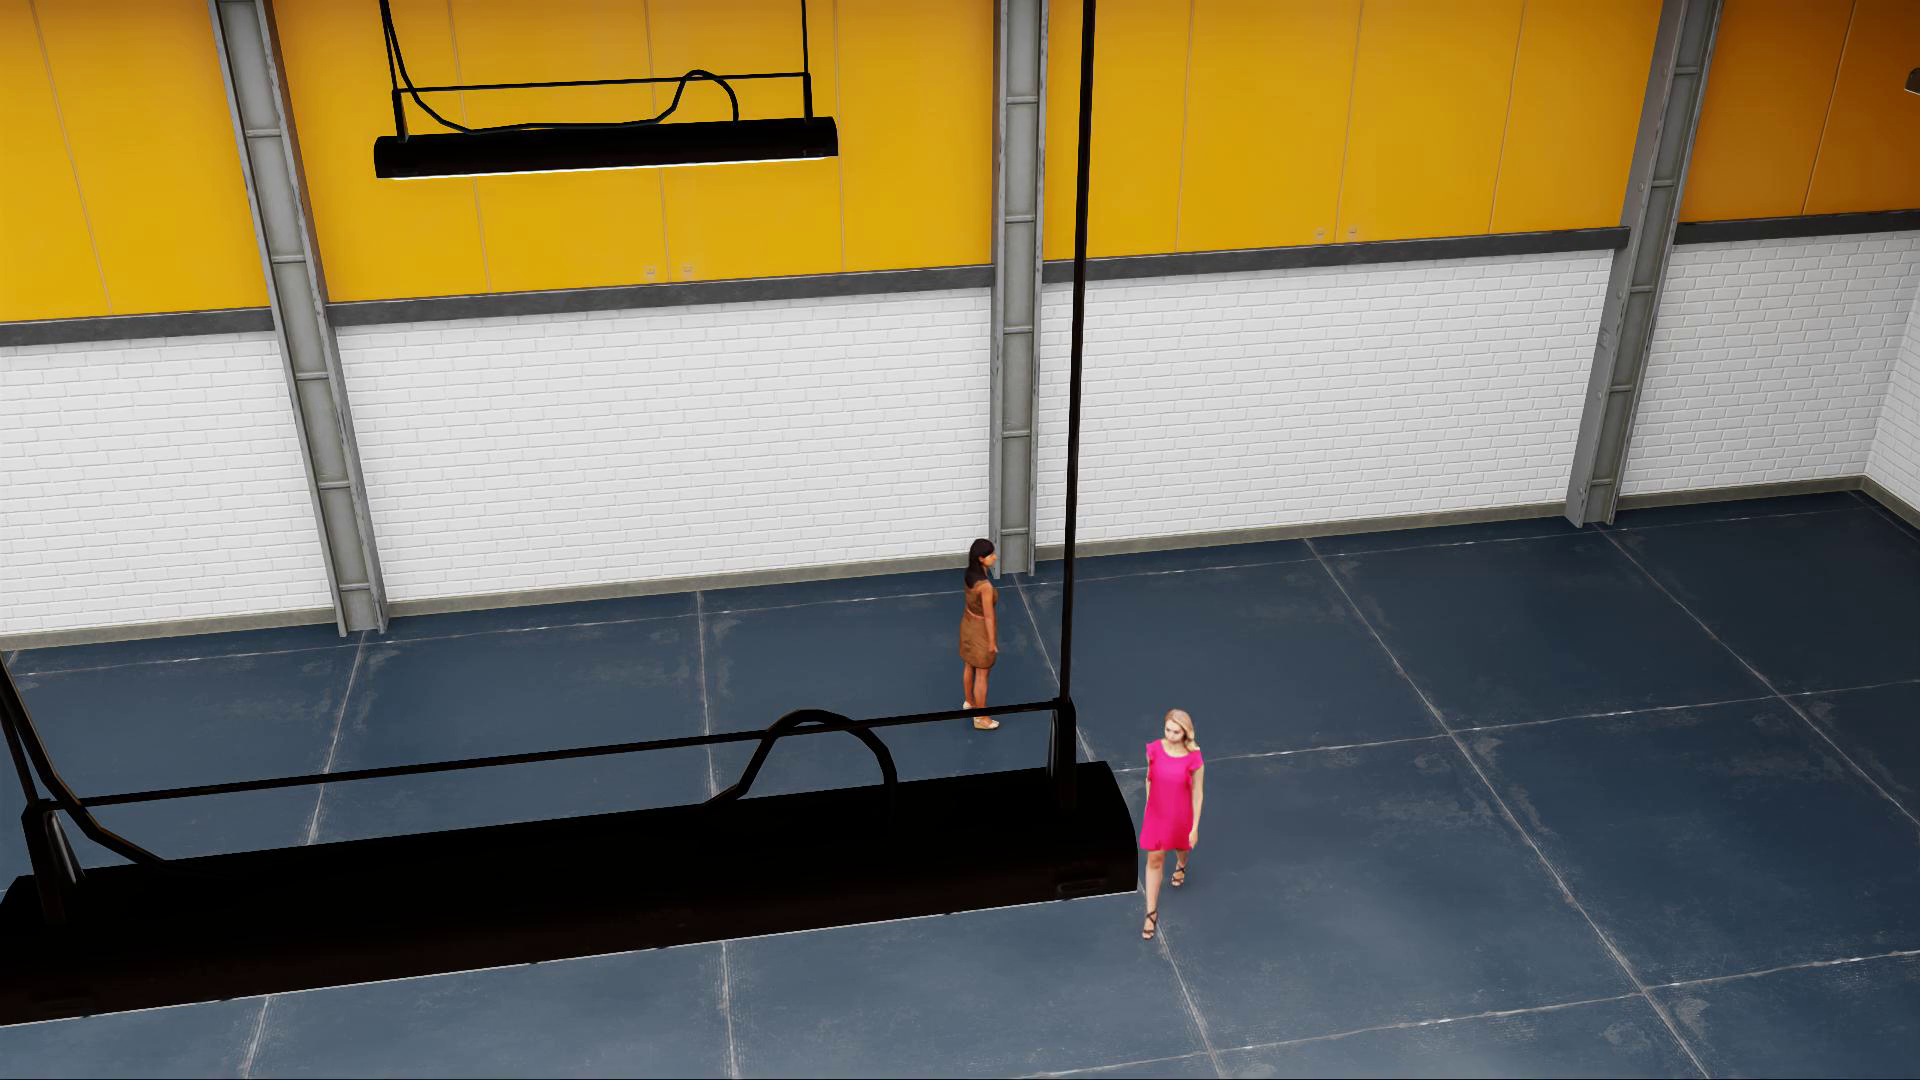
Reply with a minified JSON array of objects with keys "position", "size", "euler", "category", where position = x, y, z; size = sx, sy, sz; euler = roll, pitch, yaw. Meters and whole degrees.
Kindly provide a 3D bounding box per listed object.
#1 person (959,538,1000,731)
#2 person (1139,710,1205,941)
[{"position":[0.152,0.751,13.421],"size":[0.560,1.686,0.592],"euler":[-10,30,-18],"category":"person"},{"position":[1.487,1.848,11.417],"size":[1.042,1.679,0.982],"euler":[11,31,20],"category":"person"}]
